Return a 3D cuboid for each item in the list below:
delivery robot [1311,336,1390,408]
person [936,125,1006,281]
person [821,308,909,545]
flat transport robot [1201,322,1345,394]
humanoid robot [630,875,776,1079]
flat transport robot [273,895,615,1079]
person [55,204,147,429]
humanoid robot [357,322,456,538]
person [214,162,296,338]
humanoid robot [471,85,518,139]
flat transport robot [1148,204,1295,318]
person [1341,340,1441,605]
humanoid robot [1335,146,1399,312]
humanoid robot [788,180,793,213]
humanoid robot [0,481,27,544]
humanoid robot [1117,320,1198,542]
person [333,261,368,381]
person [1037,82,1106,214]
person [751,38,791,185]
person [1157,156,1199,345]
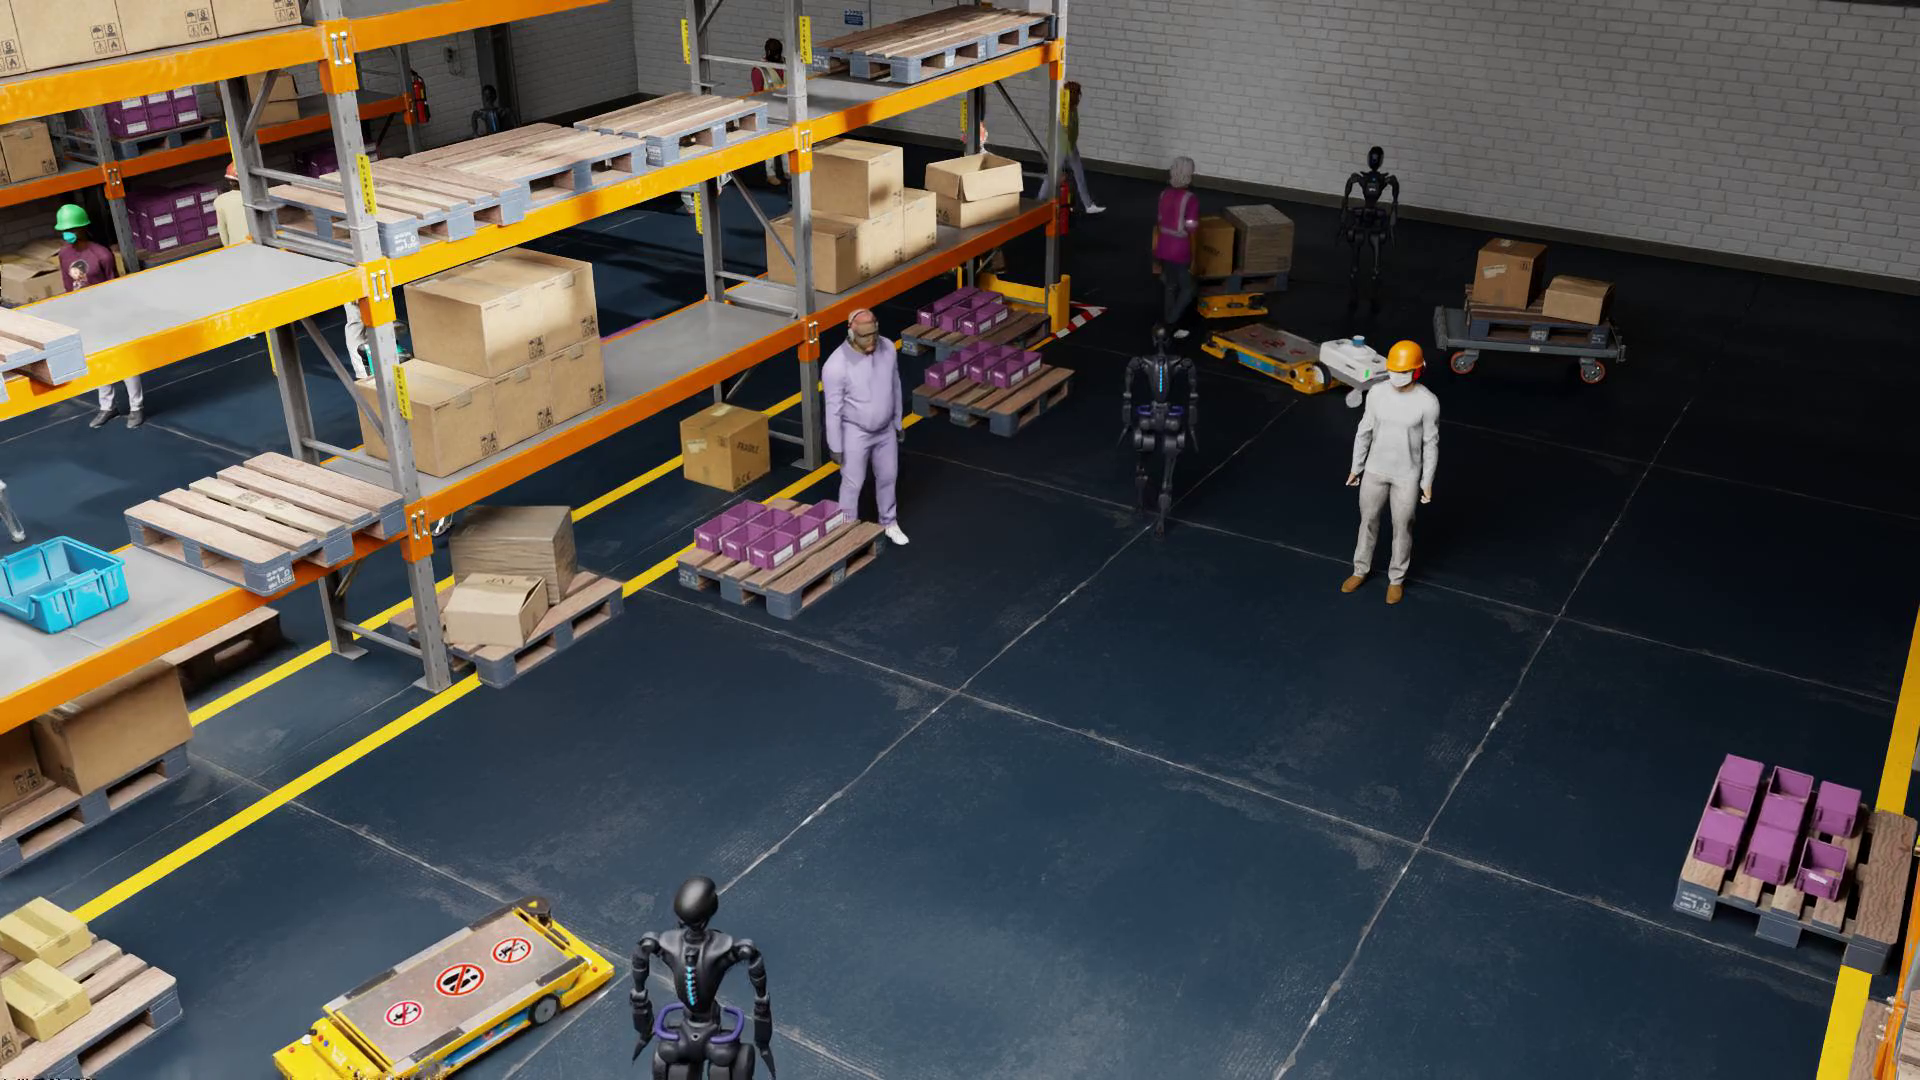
[{"bbox_3d":[3.519,-1.540,14.932,0.523,0.609,0.780,-13,30,-24],"label":"delivery robot"},{"bbox_3d":[0.107,-3.598,17.698,0.921,1.696,0.568,-8,28,-16],"label":"person"},{"bbox_3d":[-0.665,-0.777,11.944,0.650,1.891,0.404,-22,34,-36],"label":"person"},{"bbox_3d":[2.994,-1.720,15.587,0.659,0.231,1.431,-18,32,-31],"label":"flat transport robot"},{"bbox_3d":[-1.041,1.993,6.712,0.599,1.654,0.442,2,27,3],"label":"humanoid robot"},{"bbox_3d":[-2.412,2.206,7.850,0.659,0.231,1.431,23,35,37],"label":"flat transport robot"},{"bbox_3d":[-7.276,-1.893,14.071,0.489,1.951,0.422,3,27,6],"label":"person"},{"bbox_3d":[-3.886,-0.860,12.118,0.533,1.681,0.735,16,31,29],"label":"humanoid robot"},{"bbox_3d":[-6.831,-2.806,16.085,0.571,1.749,0.340,6,27,11],"label":"person"},{"bbox_3d":[-5.435,-4.565,19.682,0.588,1.623,0.777,-6,28,-12],"label":"humanoid robot"},{"bbox_3d":[2.665,-2.638,17.396,0.659,0.231,1.431,-5,27,-10],"label":"flat transport robot"},{"bbox_3d":[2.942,-0.462,11.314,0.584,1.894,0.374,15,30,27],"label":"person"},{"bbox_3d":[4.135,-3.160,16.866,0.616,1.656,0.314,5,27,10],"label":"humanoid robot"},{"bbox_3d":[-1.482,-3.153,16.860,0.584,1.639,0.369,5,27,10],"label":"humanoid robot"},{"bbox_3d":[-7.176,-0.684,11.914,0.886,1.763,0.590,-1,27,-1],"label":"humanoid robot"},{"bbox_3d":[1.476,-0.859,12.351,0.603,1.634,0.646,3,27,6],"label":"humanoid robot"},{"bbox_3d":[-5.411,-2.334,14.956,0.373,1.939,0.628,-1,27,-1],"label":"person"},{"bbox_3d":[1.311,-4.702,20.000,0.873,1.582,0.500,13,30,25],"label":"person"},{"bbox_3d":[-2.345,-5.484,21.284,0.633,1.831,0.429,-24,35,-39],"label":"person"},{"bbox_3d":[2.084,-2.759,15.901,0.477,1.834,0.548,-21,34,-35],"label":"person"}]
